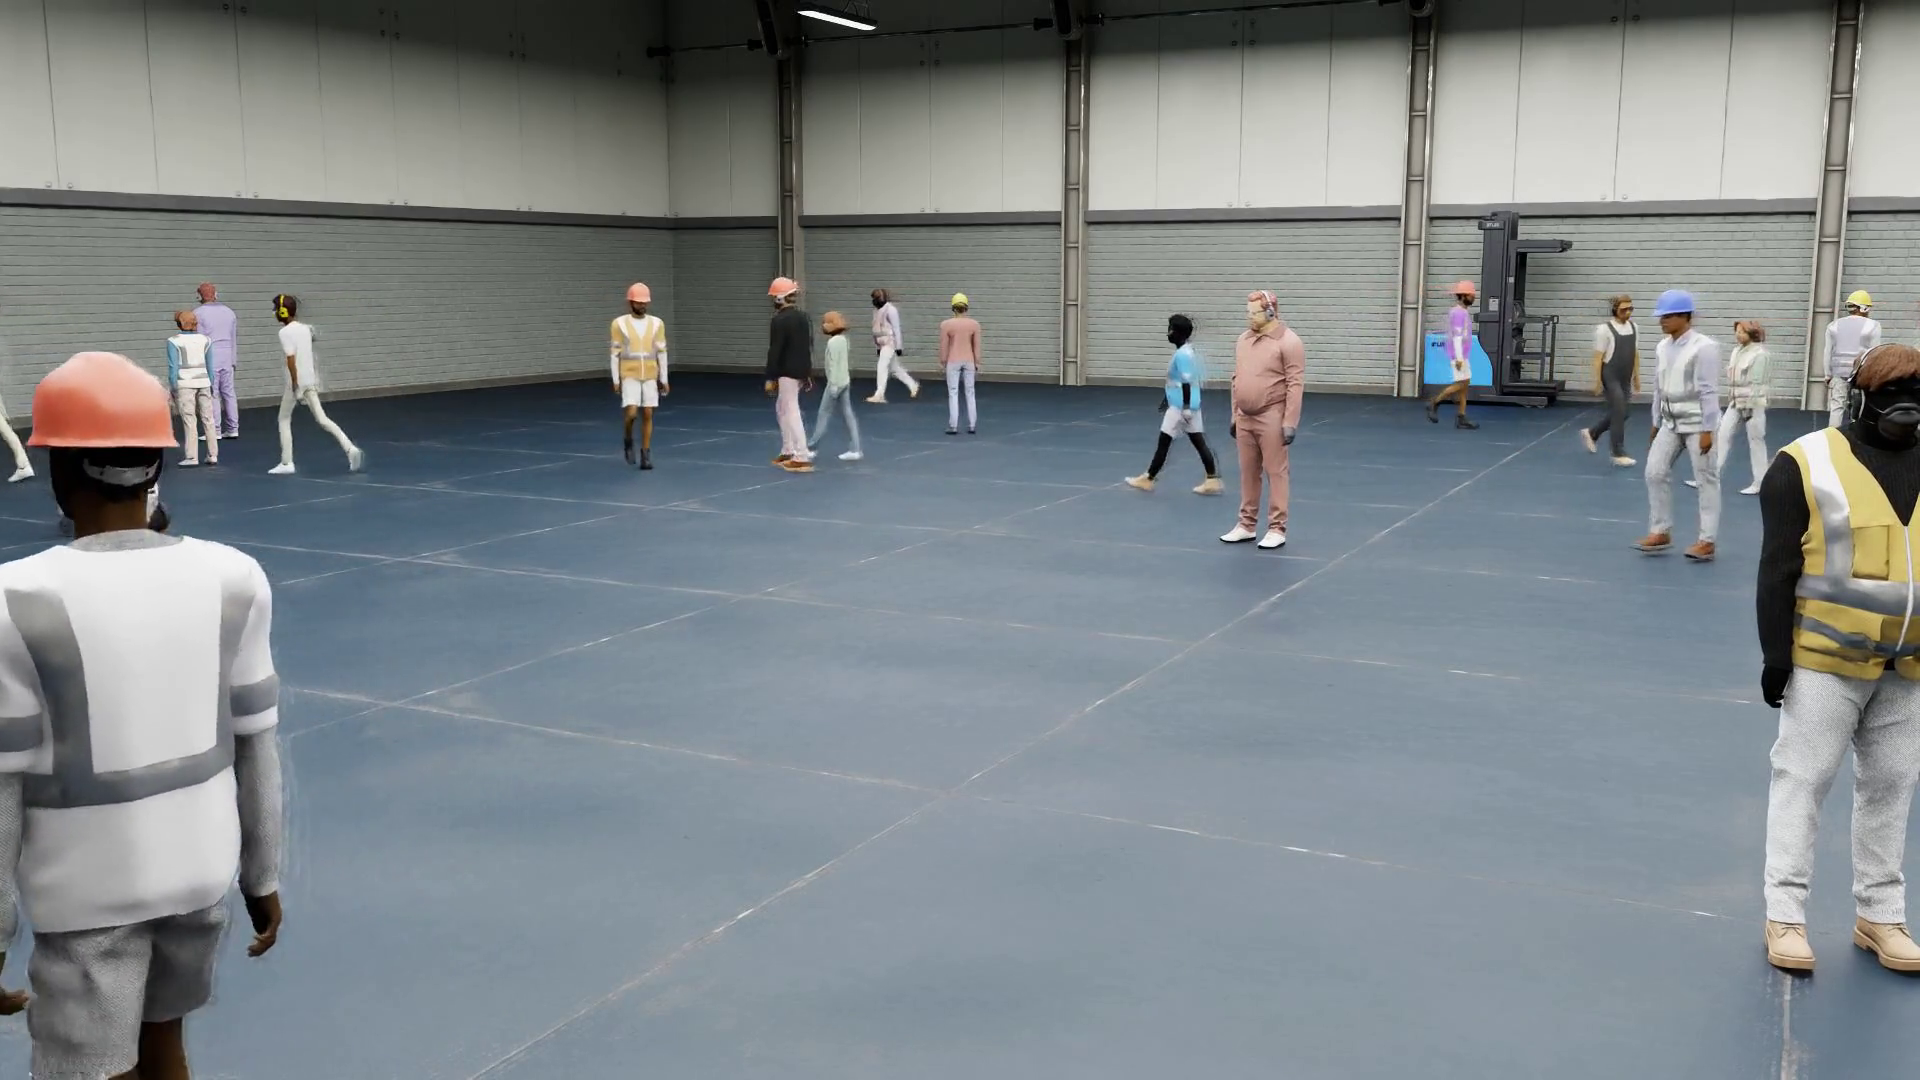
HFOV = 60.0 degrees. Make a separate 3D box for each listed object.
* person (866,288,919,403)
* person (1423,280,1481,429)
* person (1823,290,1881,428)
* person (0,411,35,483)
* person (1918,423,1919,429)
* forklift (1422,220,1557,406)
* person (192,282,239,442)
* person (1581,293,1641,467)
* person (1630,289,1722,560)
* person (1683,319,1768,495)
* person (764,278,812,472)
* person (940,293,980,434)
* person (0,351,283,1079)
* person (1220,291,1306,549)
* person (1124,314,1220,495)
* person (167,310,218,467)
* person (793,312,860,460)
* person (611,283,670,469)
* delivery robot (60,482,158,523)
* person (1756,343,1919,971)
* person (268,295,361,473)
[{"bbox_3d":[-1.048,-3.067,26.164,0.871,1.793,0.636,-4,10,-23],"label":"person"},{"bbox_3d":[6.465,-2.413,21.657,0.630,1.926,0.558,4,10,25],"label":"person"},{"bbox_3d":[9.912,-1.847,18.468,0.404,1.827,0.589,-8,12,-40],"label":"person"},{"bbox_3d":[-9.505,-1.444,16.078,1.030,1.810,0.548,1,9,8],"label":"person"},{"bbox_3d":[6.505,-0.600,10.684,0.664,1.860,0.998,-6,11,-35],"label":"person"},{"bbox_3d":[8.245,-3.527,25.720,1.873,2.768,1.129,5,10,27],"label":"forklift"},{"bbox_3d":[-9.047,-2.153,20.121,0.400,1.903,0.644,4,10,23],"label":"person"},{"bbox_3d":[6.911,-1.711,17.659,0.527,1.817,0.714,-5,10,-27],"label":"person"},{"bbox_3d":[5.138,-0.812,11.846,0.569,1.914,0.608,-3,10,-16],"label":"person"},{"bbox_3d":[7.055,-1.203,15.146,0.796,1.599,0.550,-1,9,-6],"label":"person"},{"bbox_3d":[-1.821,-1.694,17.067,0.697,1.966,0.648,4,10,23],"label":"person"},{"bbox_3d":[-0.006,-2.223,20.973,0.533,1.767,0.326,-3,10,-17],"label":"person"},{"bbox_3d":[-1.471,0.617,3.025,0.845,1.910,0.551,7,12,37],"label":"person"},{"bbox_3d":[2.242,-0.896,12.382,0.400,1.901,0.643,-7,11,-35],"label":"person"},{"bbox_3d":[1.992,-1.238,15.244,0.888,1.643,0.533,2,10,15],"label":"person"},{"bbox_3d":[-8.071,-1.594,17.483,0.312,1.639,0.518,6,11,31],"label":"person"},{"bbox_3d":[-1.430,-1.668,18.064,0.749,1.595,0.512,2,9,14],"label":"person"},{"bbox_3d":[-3.299,-1.688,17.188,0.559,1.920,0.446,-4,10,-24],"label":"person"},{"bbox_3d":[-6.646,-0.347,12.969,0.707,0.478,0.477,2,9,12],"label":"delivery robot"},{"bbox_3d":[2.660,0.349,4.882,0.626,1.844,0.429,0,9,2],"label":"person"},{"bbox_3d":[-6.596,-1.569,16.878,0.975,1.829,0.540,3,10,15],"label":"person"}]
